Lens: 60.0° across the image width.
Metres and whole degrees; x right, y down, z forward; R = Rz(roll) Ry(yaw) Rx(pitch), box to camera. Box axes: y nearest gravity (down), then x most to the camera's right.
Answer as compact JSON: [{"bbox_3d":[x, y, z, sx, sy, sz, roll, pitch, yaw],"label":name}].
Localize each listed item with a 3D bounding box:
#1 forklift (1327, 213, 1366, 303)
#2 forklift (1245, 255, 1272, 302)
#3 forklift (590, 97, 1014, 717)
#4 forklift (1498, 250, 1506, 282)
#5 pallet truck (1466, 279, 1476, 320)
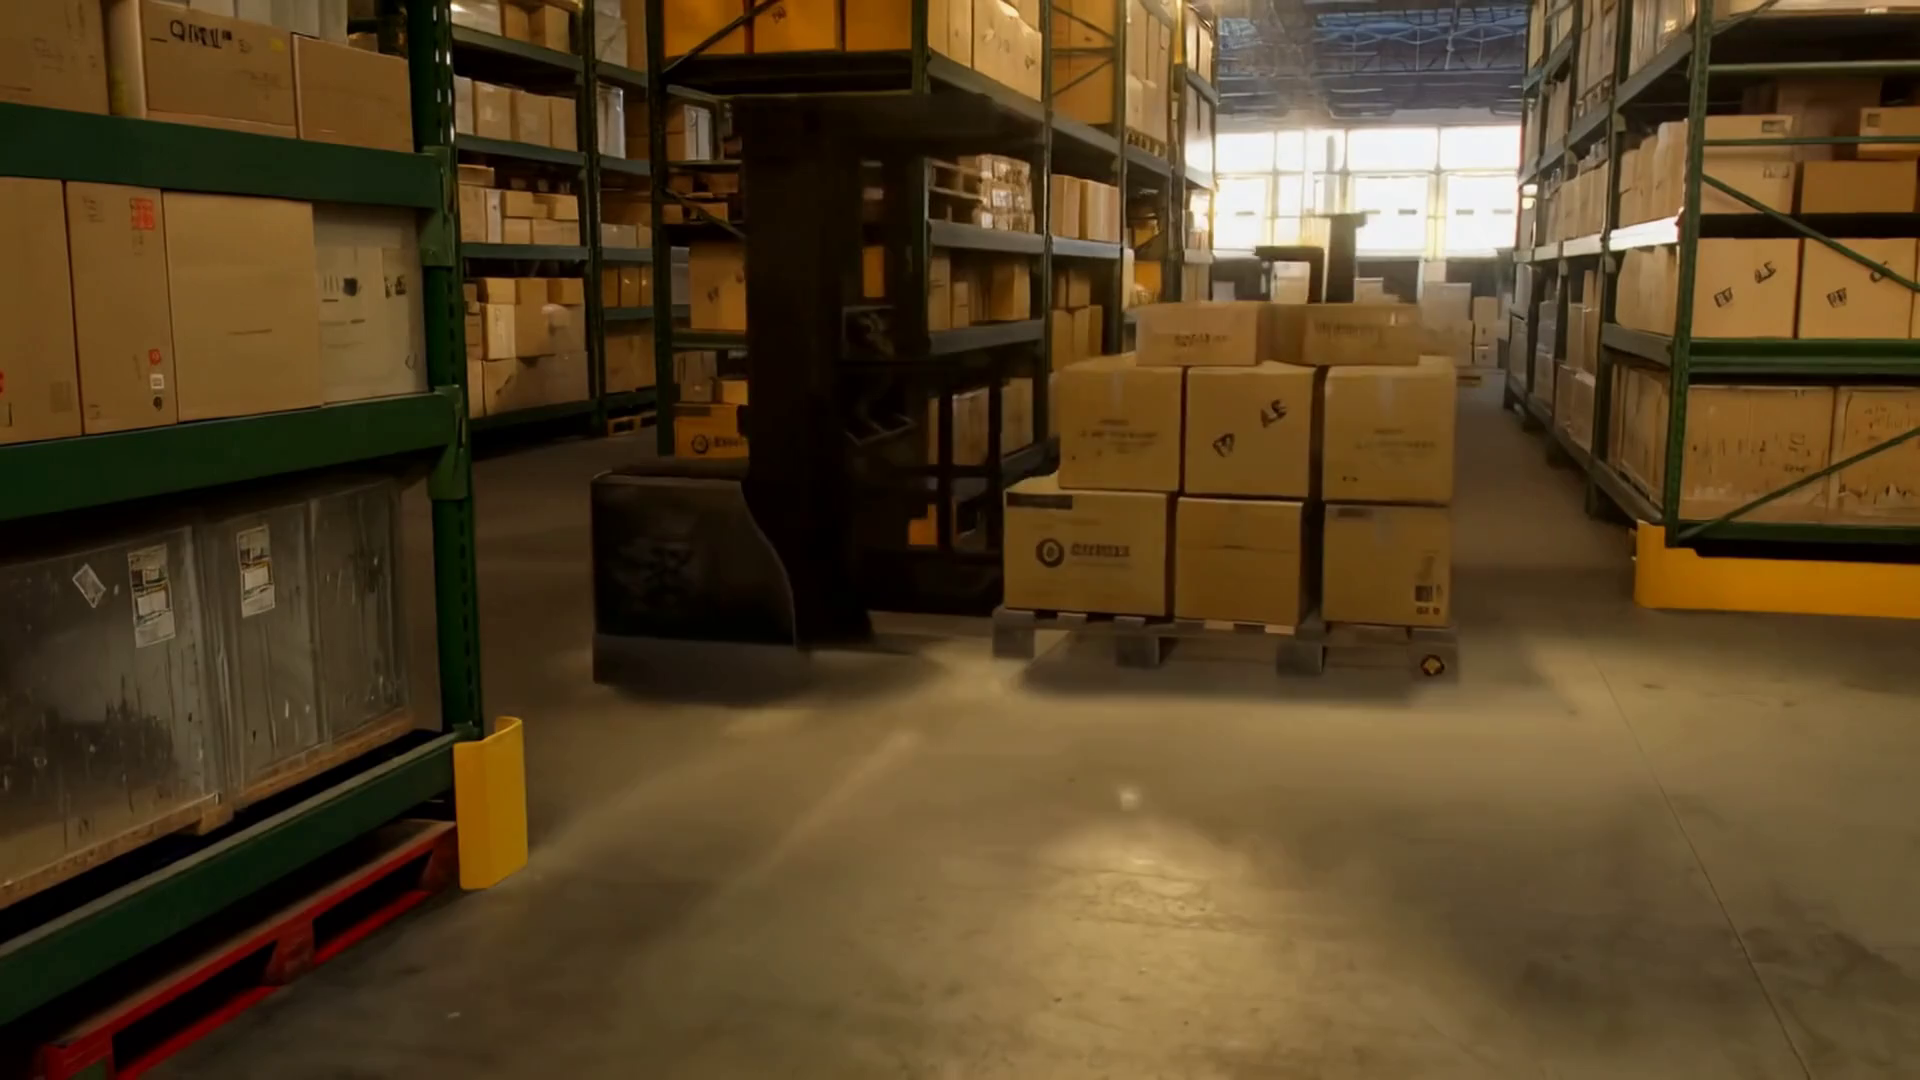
[{"bbox_3d":[4.890,-2.761,21.315,1.873,2.768,1.129,2,9,15],"label":"forklift"},{"bbox_3d":[10.551,-8.662,58.805,1.129,2.768,1.873,2,9,15],"label":"forklift"},{"bbox_3d":[-0.764,-0.675,8.064,1.873,2.768,1.129,2,9,14],"label":"forklift"},{"bbox_3d":[15.915,-6.937,47.846,1.129,2.768,1.873,1,9,8],"label":"forklift"},{"bbox_3d":[18.896,-8.459,60.307,1.885,1.965,0.823,5,10,31],"label":"pallet truck"}]
